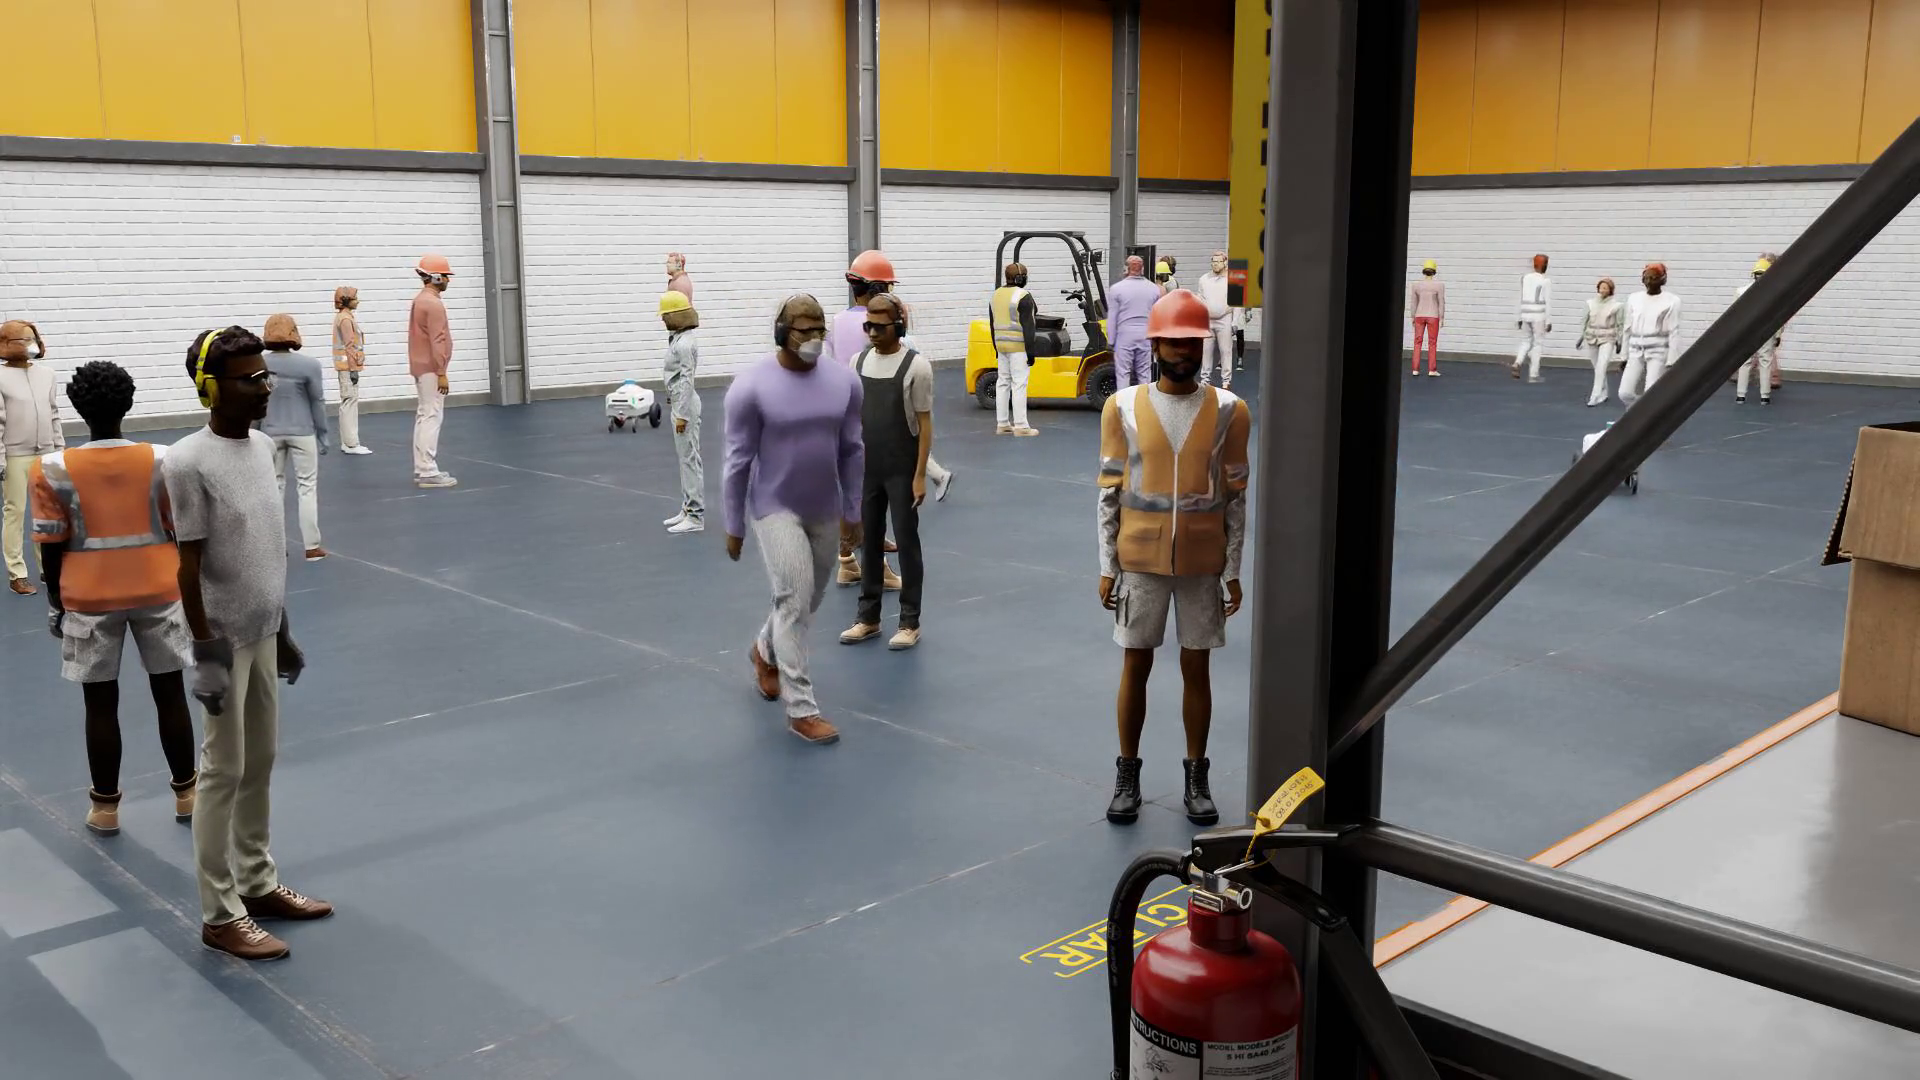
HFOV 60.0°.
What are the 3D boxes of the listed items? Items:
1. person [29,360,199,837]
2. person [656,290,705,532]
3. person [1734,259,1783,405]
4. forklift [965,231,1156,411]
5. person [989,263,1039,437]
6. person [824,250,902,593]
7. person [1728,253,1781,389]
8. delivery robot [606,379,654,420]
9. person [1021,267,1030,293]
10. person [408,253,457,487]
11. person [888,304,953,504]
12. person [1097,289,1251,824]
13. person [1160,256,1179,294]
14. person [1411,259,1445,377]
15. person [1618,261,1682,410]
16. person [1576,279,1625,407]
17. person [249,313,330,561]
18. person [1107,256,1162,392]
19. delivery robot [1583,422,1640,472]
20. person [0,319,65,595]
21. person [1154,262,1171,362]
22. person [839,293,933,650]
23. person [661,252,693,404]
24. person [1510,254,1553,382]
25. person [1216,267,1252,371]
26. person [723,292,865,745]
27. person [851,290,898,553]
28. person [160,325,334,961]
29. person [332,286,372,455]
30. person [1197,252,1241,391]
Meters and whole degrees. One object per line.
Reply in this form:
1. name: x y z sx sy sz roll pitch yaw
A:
1. person: -2.983 0.210 5.932 0.535 1.699 0.318 -6 12 -31
2. person: -2.023 -0.928 12.030 0.304 1.739 0.485 -2 11 -13
3. person: 10.074 -2.625 21.024 0.592 1.833 0.404 5 11 25
4. forklift: 1.222 -2.721 20.561 2.313 2.155 1.214 2 11 13
5. person: 0.592 -2.023 17.718 0.429 1.842 0.633 -8 13 -38
6. person: -0.536 -0.707 9.991 0.613 2.041 0.393 10 14 43
7. person: 11.180 -3.060 23.275 0.672 1.868 0.818 -10 14 -43
8. delivery robot: -3.619 -1.526 18.248 0.477 0.478 0.707 2 10 7
9. person: 0.984 -3.330 25.310 0.819 1.656 0.557 -6 12 -31
10. person: -4.496 -1.451 14.247 0.435 1.981 0.628 -5 12 -27
11. person: -0.423 -1.063 13.098 0.655 1.625 0.517 -1 10 -4
12. person: 0.767 0.071 6.026 0.545 1.942 0.352 1 10 4
13. person: 2.914 -3.080 23.485 0.429 1.841 0.634 -4 11 -23
14. person: 7.081 -3.356 25.188 0.527 1.772 0.302 7 13 34
15. person: 6.788 -1.800 16.399 0.395 1.874 0.614 -8 13 -37
16. person: 8.102 -2.496 20.989 0.875 1.595 0.508 -9 14 -42
17. person: -4.405 -0.666 10.905 0.507 1.632 0.289 -1 10 -3
18. person: 1.980 -2.298 19.075 0.645 1.901 0.397 -3 11 -18
19. delivery robot: 5.500 -0.752 14.043 0.477 0.478 0.707 2 11 9
20. person: -5.583 -0.501 9.979 0.280 1.636 0.500 4 11 20
21. person: 2.754 -2.953 22.997 0.327 1.769 0.525 -2 11 -11
22. person: -0.382 -0.352 8.609 0.506 1.842 0.346 6 12 28
23. person: -3.602 -2.696 21.194 0.410 1.913 0.651 -2 11 -8
24. person: 8.314 -3.208 24.104 0.470 1.867 0.599 -6 12 -30
25. person: 4.331 -3.662 26.314 0.604 1.966 0.367 4 11 19
26. person: -0.764 -0.128 7.242 0.629 1.910 0.912 -7 13 -34
27. person: -0.623 -0.841 11.200 0.523 1.870 0.317 10 14 44
28. person: -2.136 0.298 4.985 0.335 1.873 0.521 1 10 7
29. person: -5.964 -1.654 16.258 0.306 1.639 0.524 -5 12 -25
30. person: 3.520 -2.982 22.772 0.642 1.909 0.409 5 12 26
